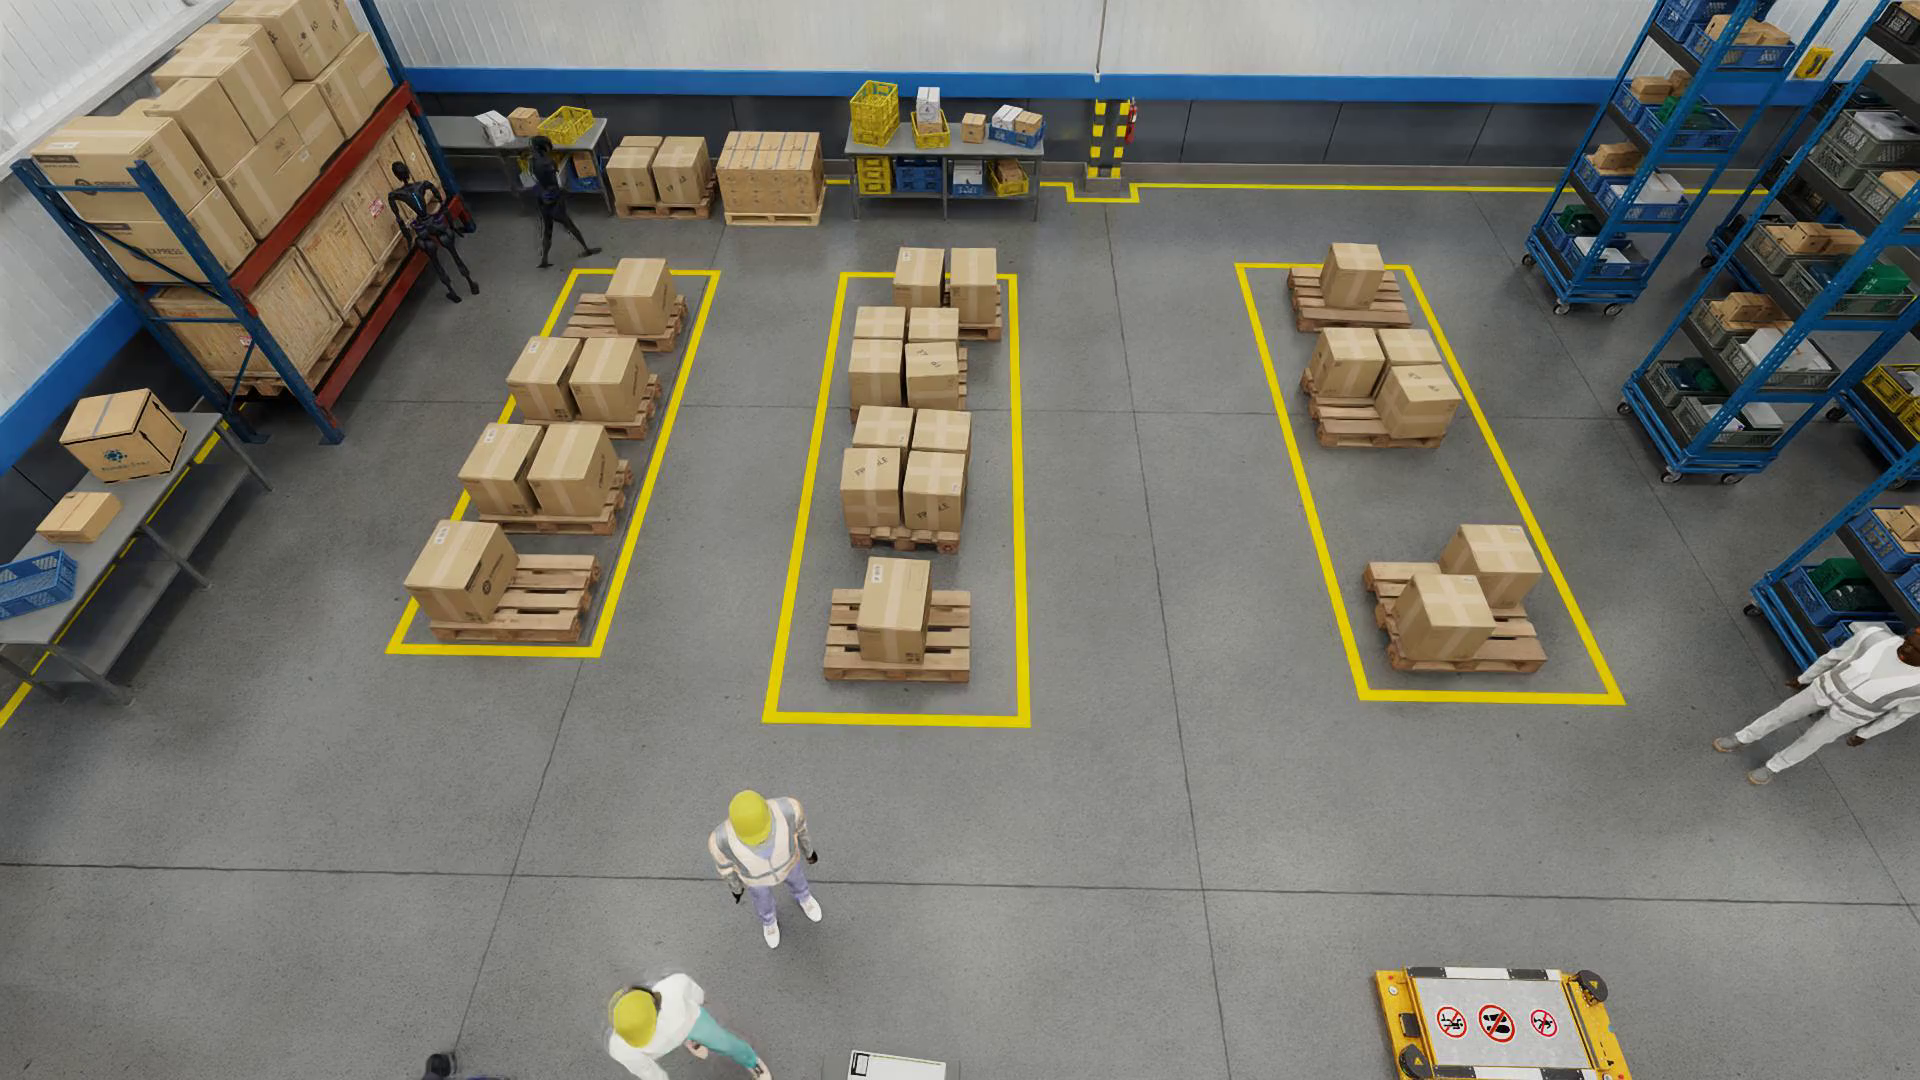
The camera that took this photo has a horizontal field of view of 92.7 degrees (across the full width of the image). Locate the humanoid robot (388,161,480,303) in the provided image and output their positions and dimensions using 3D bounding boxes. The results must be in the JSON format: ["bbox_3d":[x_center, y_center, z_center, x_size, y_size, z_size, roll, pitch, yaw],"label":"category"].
[{"bbox_3d":[-6.014,-3.497,10.419,0.611,1.657,0.320,-34,58,-25],"label":"humanoid robot"}]

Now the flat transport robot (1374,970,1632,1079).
[{"bbox_3d":[3.501,3.133,5.914,1.431,0.197,0.652,1,51,1],"label":"flat transport robot"}]

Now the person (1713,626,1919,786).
[{"bbox_3d":[6.221,1.162,6.497,0.361,1.882,0.574,-16,53,-13],"label":"person"}]

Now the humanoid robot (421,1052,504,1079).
[{"bbox_3d":[-2.701,3.163,5.018,0.673,1.631,0.578,-4,51,-3],"label":"humanoid robot"}]

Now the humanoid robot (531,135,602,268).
[{"bbox_3d":[-4.887,-3.984,10.865,0.602,1.633,0.768,36,59,25],"label":"humanoid robot"}]

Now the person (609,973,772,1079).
[{"bbox_3d":[-1.582,2.870,5.206,0.515,1.727,0.801,-37,60,-26],"label":"person"}]

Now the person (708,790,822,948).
[{"bbox_3d":[-1.185,2.039,5.754,0.584,1.928,0.370,-24,55,-18],"label":"person"}]
